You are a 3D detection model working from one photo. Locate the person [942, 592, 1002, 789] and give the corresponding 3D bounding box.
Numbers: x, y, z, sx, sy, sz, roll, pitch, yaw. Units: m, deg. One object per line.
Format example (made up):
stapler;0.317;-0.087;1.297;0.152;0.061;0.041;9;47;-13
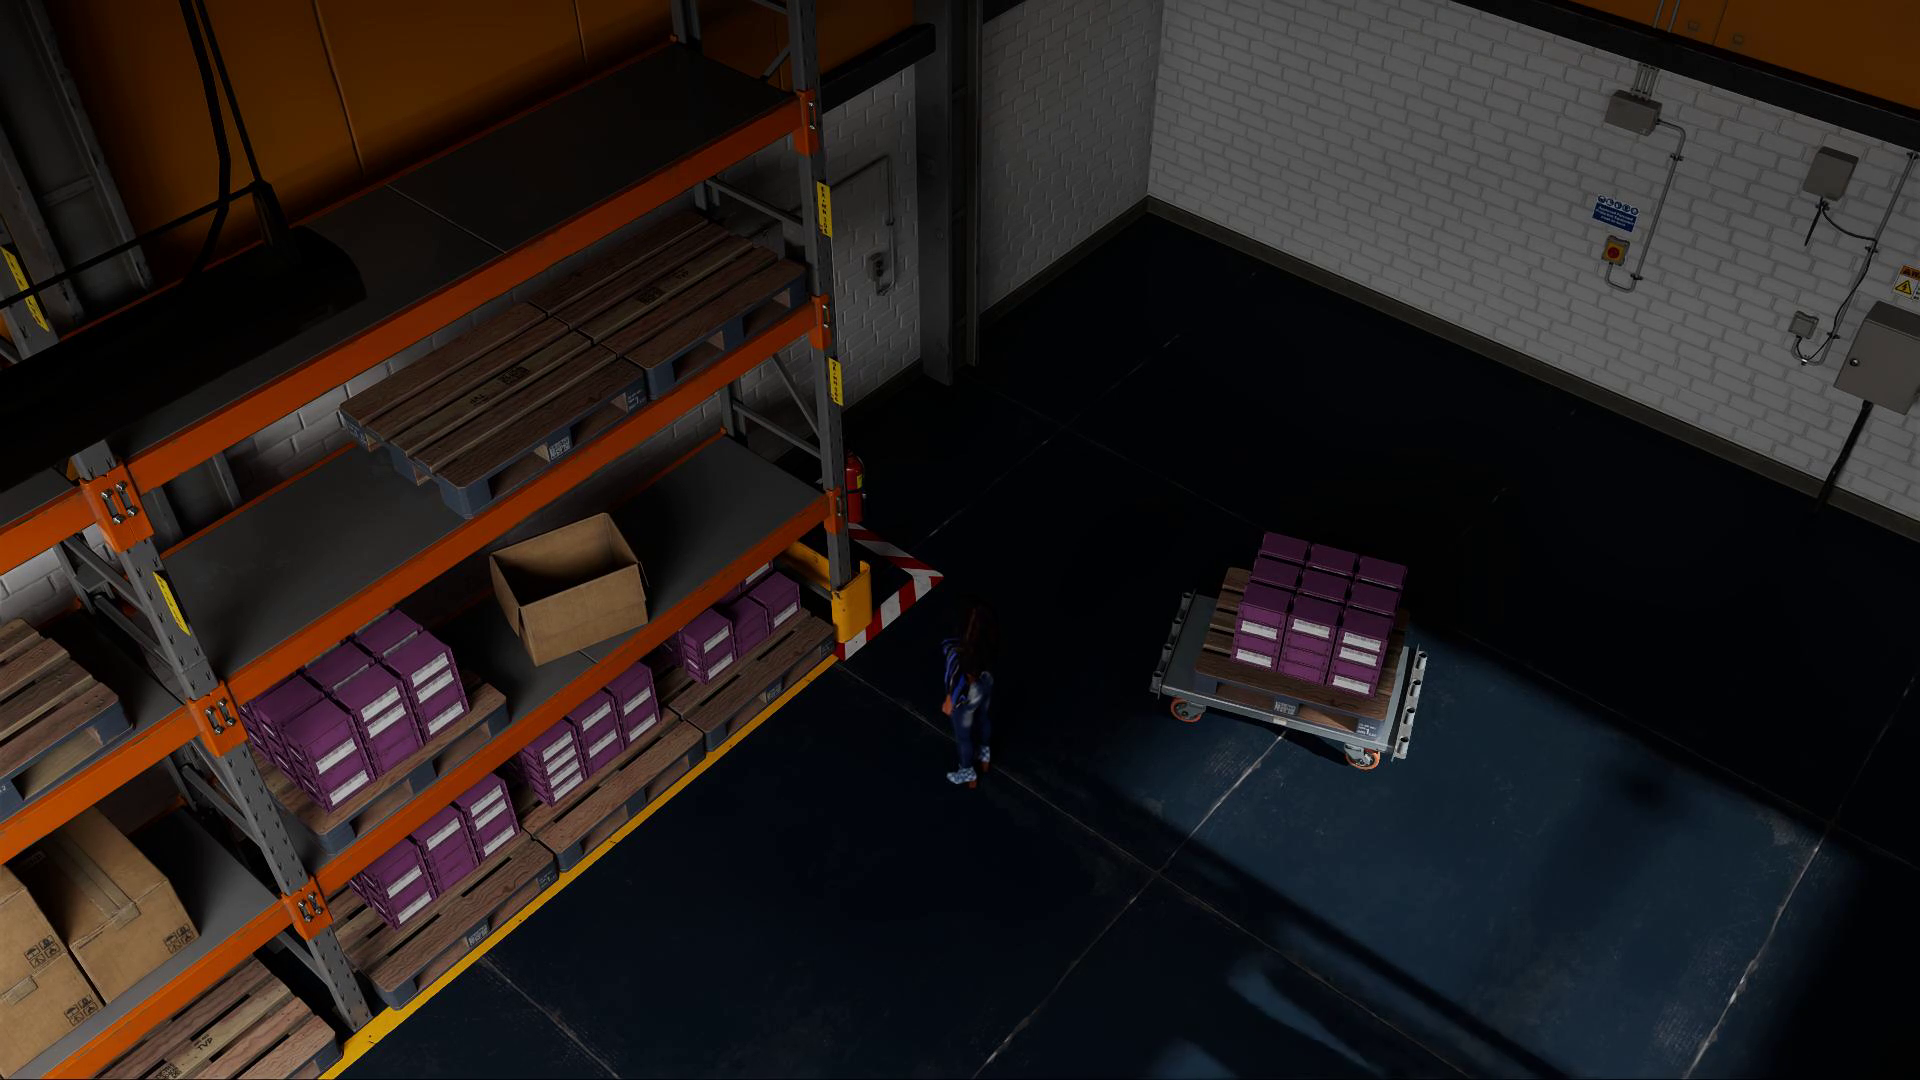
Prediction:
person;0.061;0.903;10.072;0.662;1.614;0.485;28;50;26
